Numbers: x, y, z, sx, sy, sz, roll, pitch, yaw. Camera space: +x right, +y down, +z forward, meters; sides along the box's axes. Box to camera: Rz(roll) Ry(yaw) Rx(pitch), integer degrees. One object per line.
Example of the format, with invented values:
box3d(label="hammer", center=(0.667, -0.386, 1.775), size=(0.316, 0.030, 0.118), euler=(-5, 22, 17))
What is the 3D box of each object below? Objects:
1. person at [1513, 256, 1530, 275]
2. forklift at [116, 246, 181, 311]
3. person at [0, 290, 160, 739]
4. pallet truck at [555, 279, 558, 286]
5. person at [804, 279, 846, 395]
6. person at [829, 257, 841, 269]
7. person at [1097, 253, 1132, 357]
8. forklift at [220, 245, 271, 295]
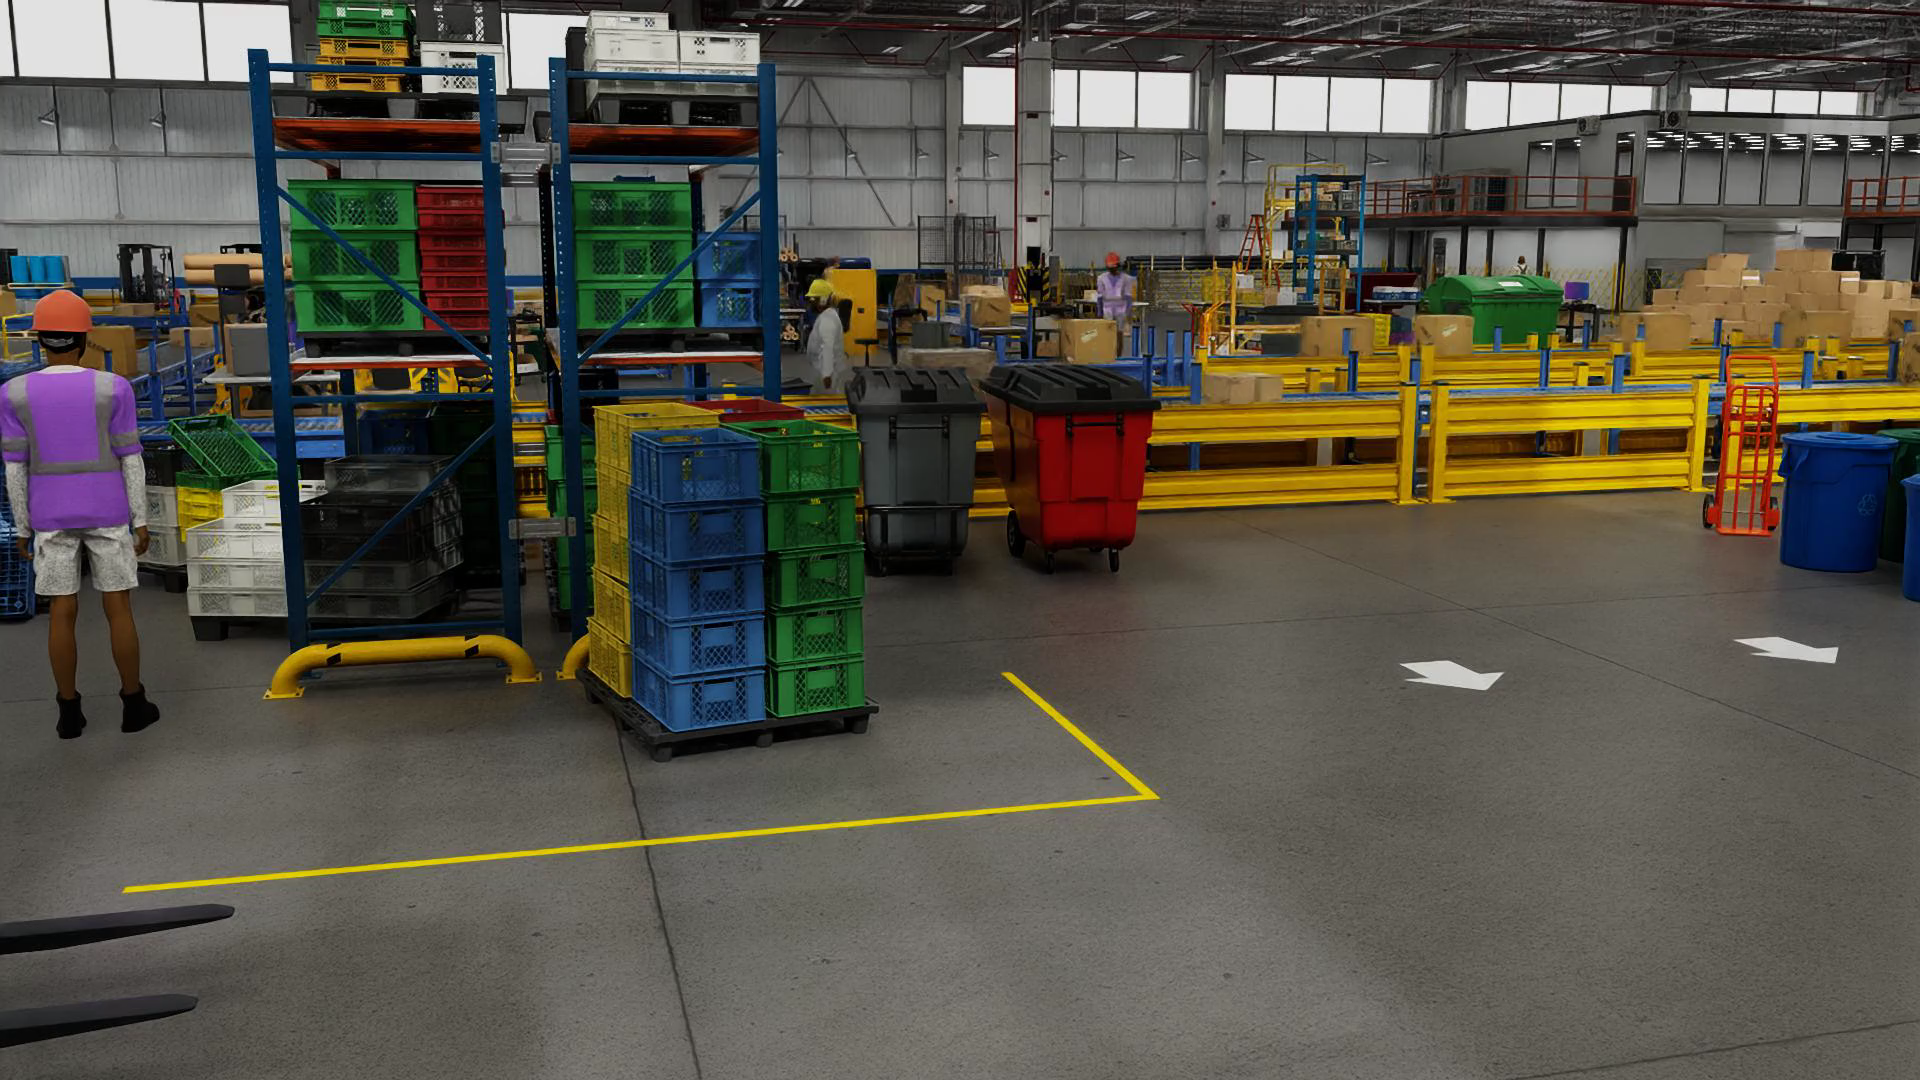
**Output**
box3d(label="person", center=(16.708, -7.540, 49.577), size=(0.508, 1.844, 0.332), euler=(-1, 10, -4))
box3d(label="forklift", center=(-19.966, -6.232, 40.894), size=(1.157, 1.987, 2.680), euler=(-3, 10, -15))
box3d(label="person", center=(-3.814, -0.105, 7.216), size=(0.542, 1.939, 0.362), euler=(-3, 11, -19))
box3d(label="pallet truck", center=(-10.604, -6.375, 44.520), size=(0.653, 1.274, 1.630), euler=(-3, 10, -15))
box3d(label="person", center=(-1.271, -1.758, 16.985), size=(0.812, 1.807, 0.604), euler=(-1, 10, -7))
box3d(label="person", center=(-2.747, -5.418, 37.452), size=(0.660, 1.882, 0.647), euler=(-1, 10, -6))
box3d(label="person", center=(2.624, -3.876, 28.361), size=(0.621, 2.007, 0.843), euler=(2, 10, 11))
box3d(label="forklift", center=(-17.749, -6.334, 41.440), size=(1.157, 1.987, 2.680), euler=(-3, 10, -17))
